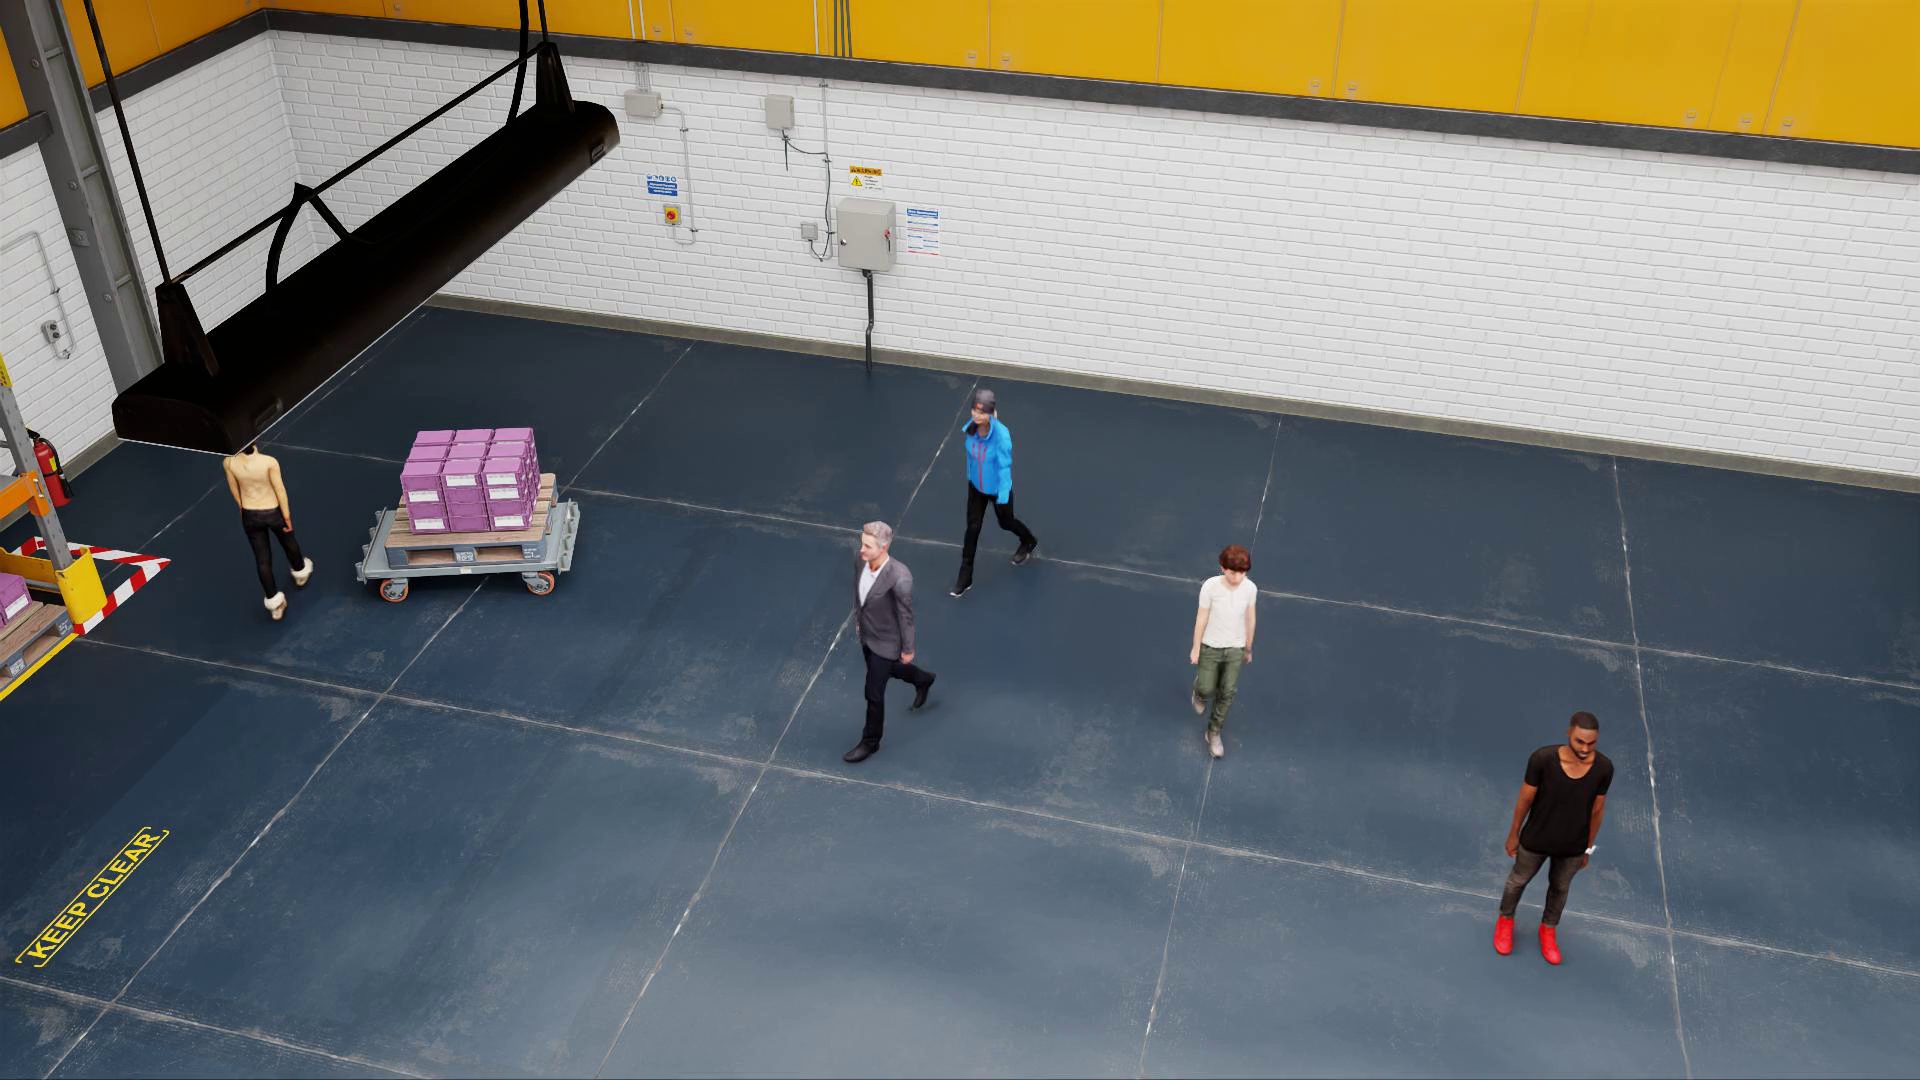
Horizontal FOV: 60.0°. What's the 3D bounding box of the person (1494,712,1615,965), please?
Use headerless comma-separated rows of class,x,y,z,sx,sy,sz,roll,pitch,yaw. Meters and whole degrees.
person,3.482,1.717,9.743,0.644,1.803,0.542,7,34,10

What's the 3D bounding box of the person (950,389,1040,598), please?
person,0.311,-0.428,13.014,1.290,1.755,1.021,-29,43,-36

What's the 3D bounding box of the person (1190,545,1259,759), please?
person,1.784,0.692,11.430,0.739,1.642,0.915,-2,34,-3

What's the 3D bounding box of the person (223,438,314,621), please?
person,-5.325,-0.135,12.682,0.845,1.634,1.054,-6,34,-8

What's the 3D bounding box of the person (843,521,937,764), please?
person,-0.478,0.627,11.380,1.279,1.807,1.142,-24,41,-32
